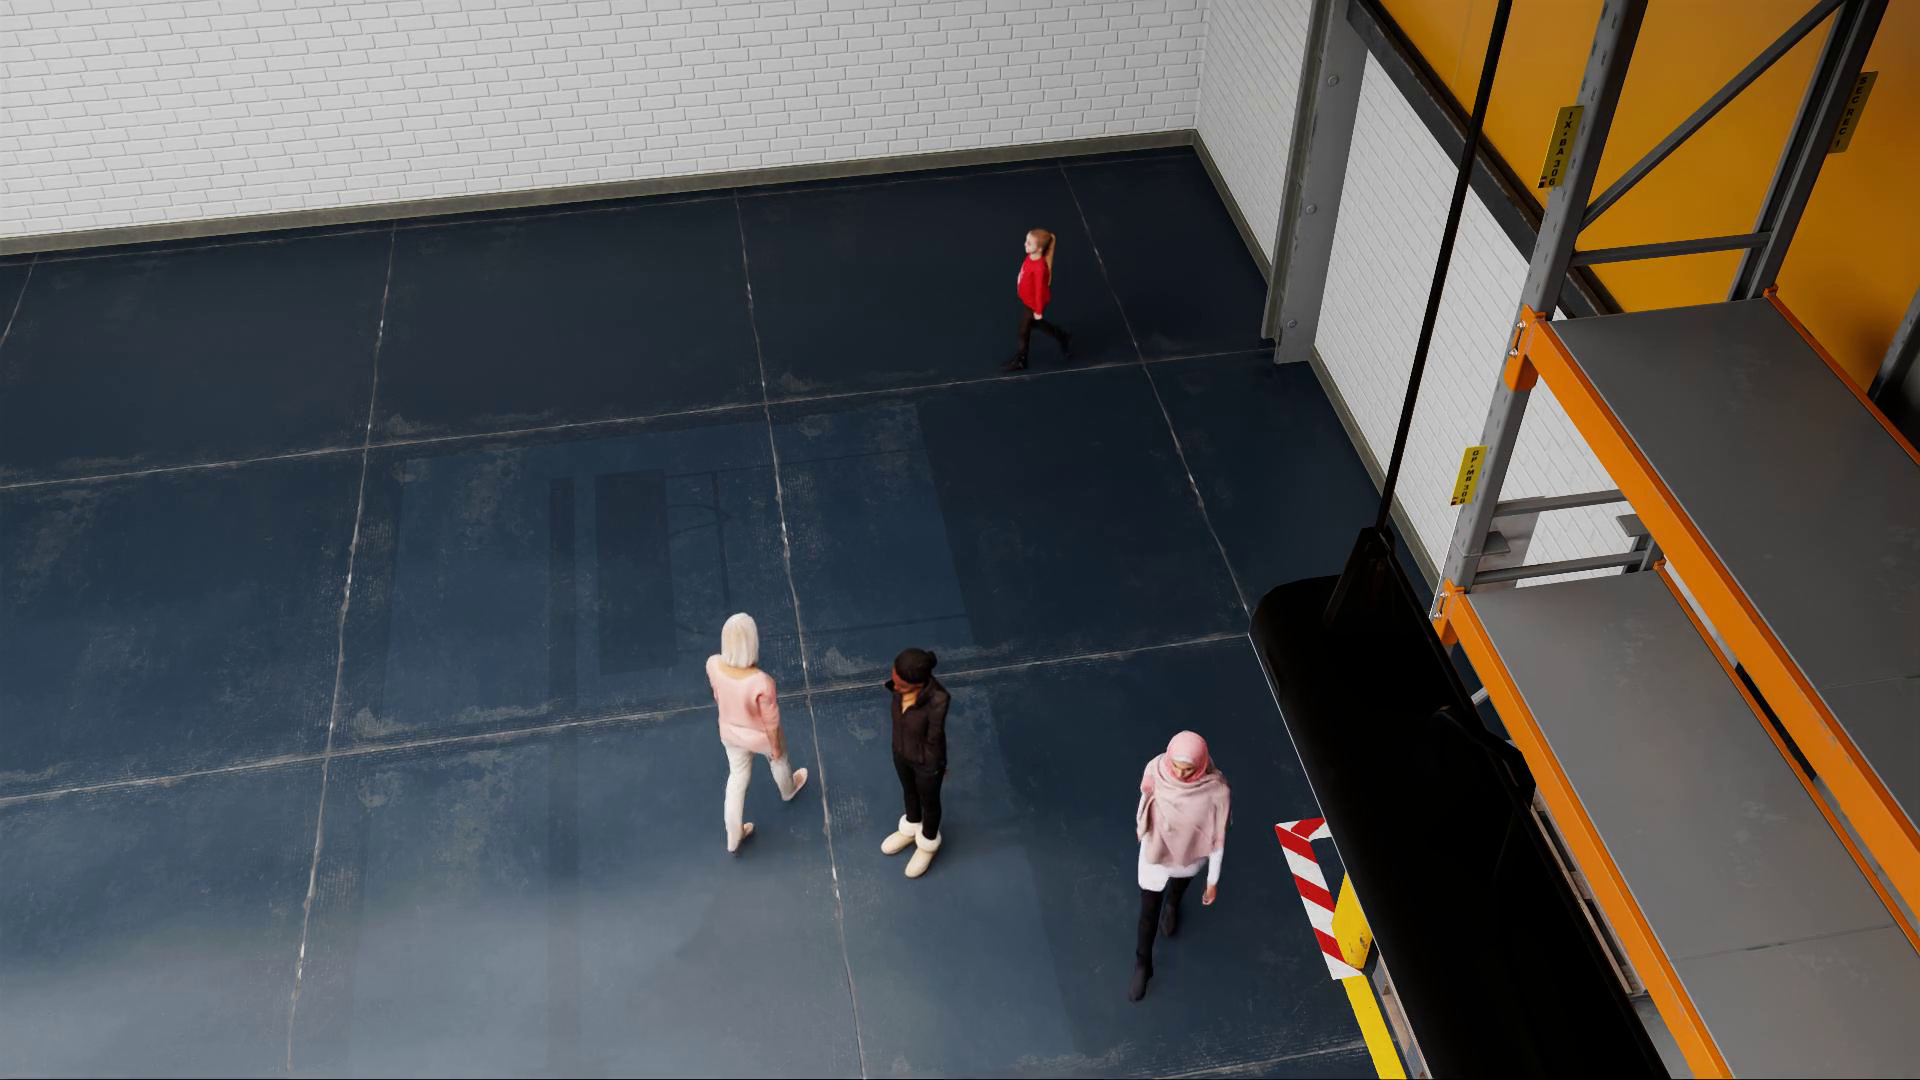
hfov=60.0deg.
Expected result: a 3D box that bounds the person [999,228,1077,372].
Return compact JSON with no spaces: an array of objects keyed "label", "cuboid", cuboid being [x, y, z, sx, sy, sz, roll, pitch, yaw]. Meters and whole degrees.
[{"label":"person","cuboid":[0.620,-1.848,12.756,0.597,1.268,0.781,-4,44,-4]}]

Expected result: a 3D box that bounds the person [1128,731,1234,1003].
[{"label":"person","cuboid":[1.168,1.555,8.817,0.894,1.775,1.089,9,44,9]}]

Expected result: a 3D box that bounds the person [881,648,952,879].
[{"label":"person","cuboid":[-0.217,1.177,9.297,0.705,1.659,0.765,20,47,20]}]

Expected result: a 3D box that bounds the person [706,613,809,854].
[{"label":"person","cuboid":[-1.225,1.110,9.340,0.944,1.698,1.073,18,46,18]}]
